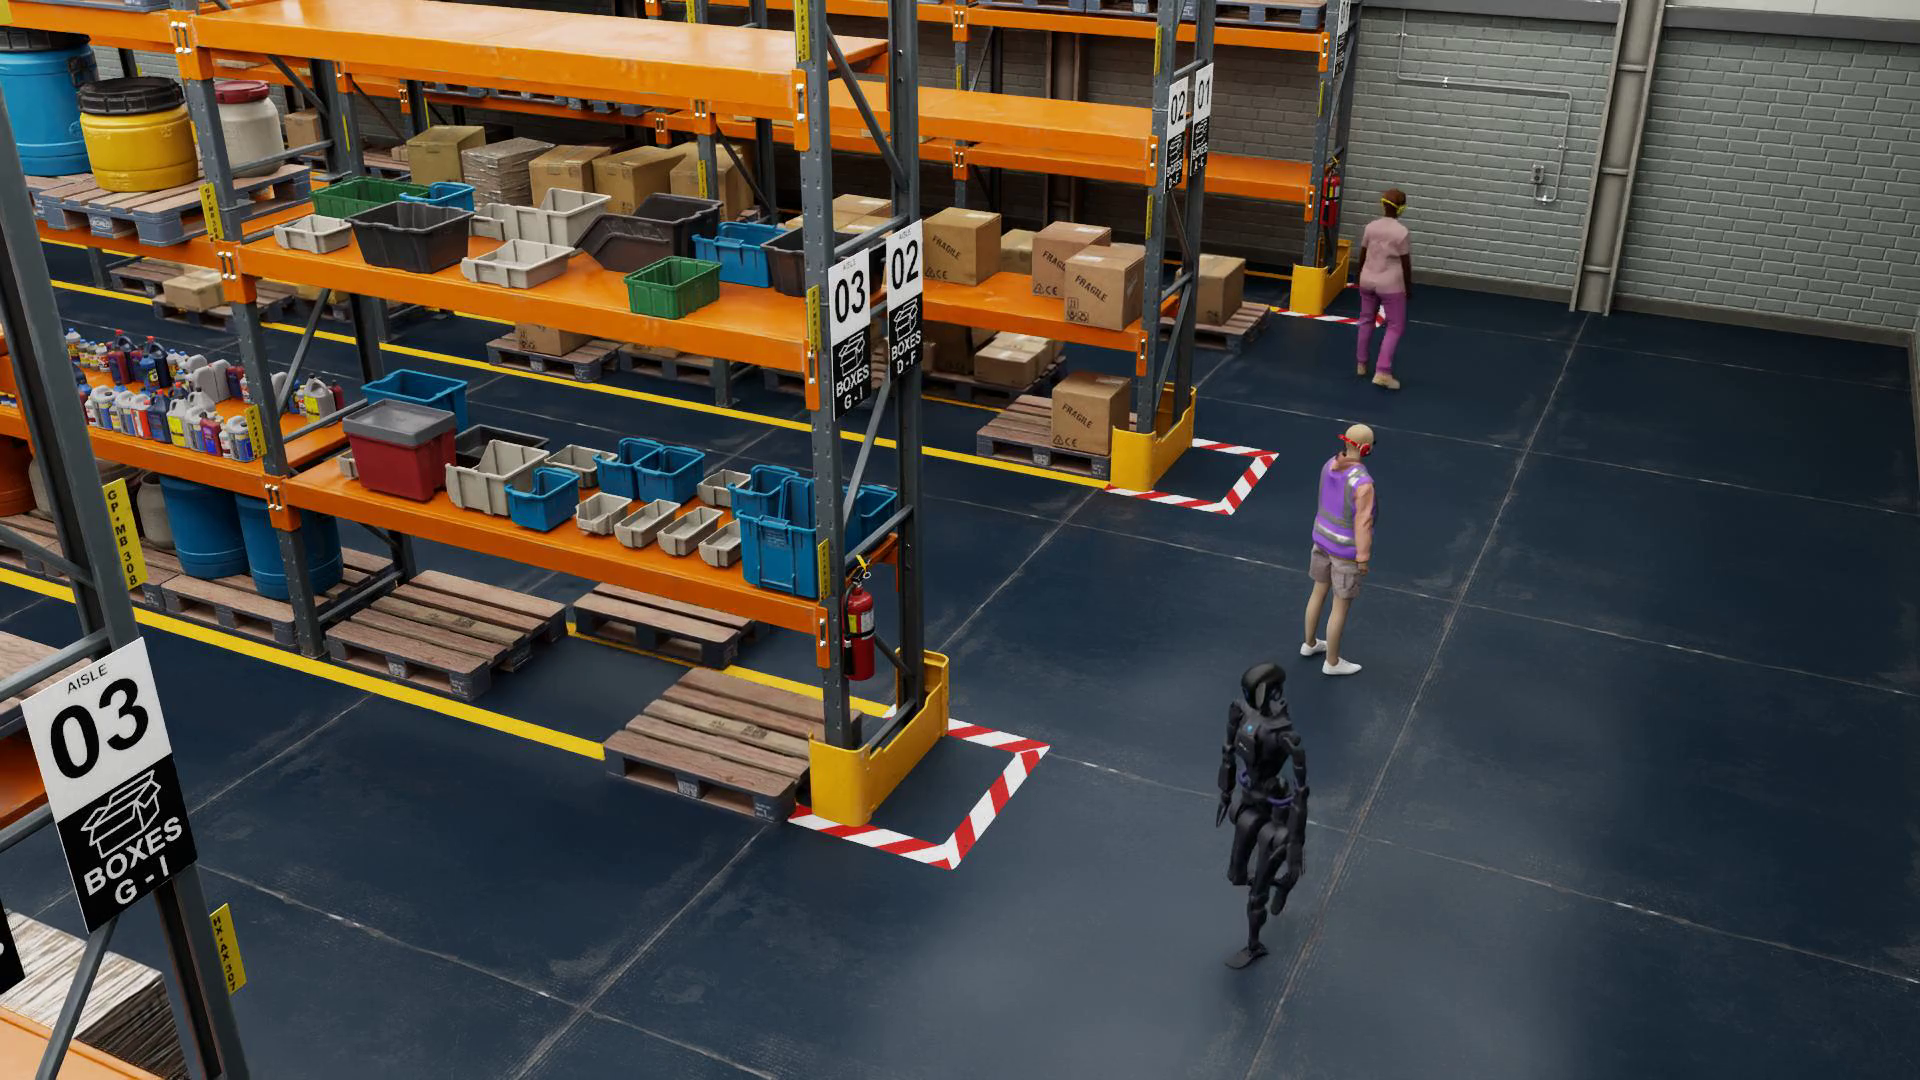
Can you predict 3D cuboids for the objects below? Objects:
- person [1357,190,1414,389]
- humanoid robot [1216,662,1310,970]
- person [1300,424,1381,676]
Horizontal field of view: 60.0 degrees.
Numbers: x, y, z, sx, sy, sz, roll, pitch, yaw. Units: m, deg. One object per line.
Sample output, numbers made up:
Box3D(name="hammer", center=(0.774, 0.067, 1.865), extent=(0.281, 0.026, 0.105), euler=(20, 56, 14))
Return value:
Box3D(name="person", center=(3.885, -2.296, 15.236), extent=(0.444, 1.788, 0.756), euler=(-18, 32, -32))
Box3D(name="humanoid robot", center=(1.539, 1.311, 8.076), extent=(0.532, 1.640, 0.611), euler=(-16, 30, -29))
Box3D(name="person", center=(2.427, 0.057, 10.591), extent=(0.352, 1.688, 0.489), euler=(-11, 28, -21))
